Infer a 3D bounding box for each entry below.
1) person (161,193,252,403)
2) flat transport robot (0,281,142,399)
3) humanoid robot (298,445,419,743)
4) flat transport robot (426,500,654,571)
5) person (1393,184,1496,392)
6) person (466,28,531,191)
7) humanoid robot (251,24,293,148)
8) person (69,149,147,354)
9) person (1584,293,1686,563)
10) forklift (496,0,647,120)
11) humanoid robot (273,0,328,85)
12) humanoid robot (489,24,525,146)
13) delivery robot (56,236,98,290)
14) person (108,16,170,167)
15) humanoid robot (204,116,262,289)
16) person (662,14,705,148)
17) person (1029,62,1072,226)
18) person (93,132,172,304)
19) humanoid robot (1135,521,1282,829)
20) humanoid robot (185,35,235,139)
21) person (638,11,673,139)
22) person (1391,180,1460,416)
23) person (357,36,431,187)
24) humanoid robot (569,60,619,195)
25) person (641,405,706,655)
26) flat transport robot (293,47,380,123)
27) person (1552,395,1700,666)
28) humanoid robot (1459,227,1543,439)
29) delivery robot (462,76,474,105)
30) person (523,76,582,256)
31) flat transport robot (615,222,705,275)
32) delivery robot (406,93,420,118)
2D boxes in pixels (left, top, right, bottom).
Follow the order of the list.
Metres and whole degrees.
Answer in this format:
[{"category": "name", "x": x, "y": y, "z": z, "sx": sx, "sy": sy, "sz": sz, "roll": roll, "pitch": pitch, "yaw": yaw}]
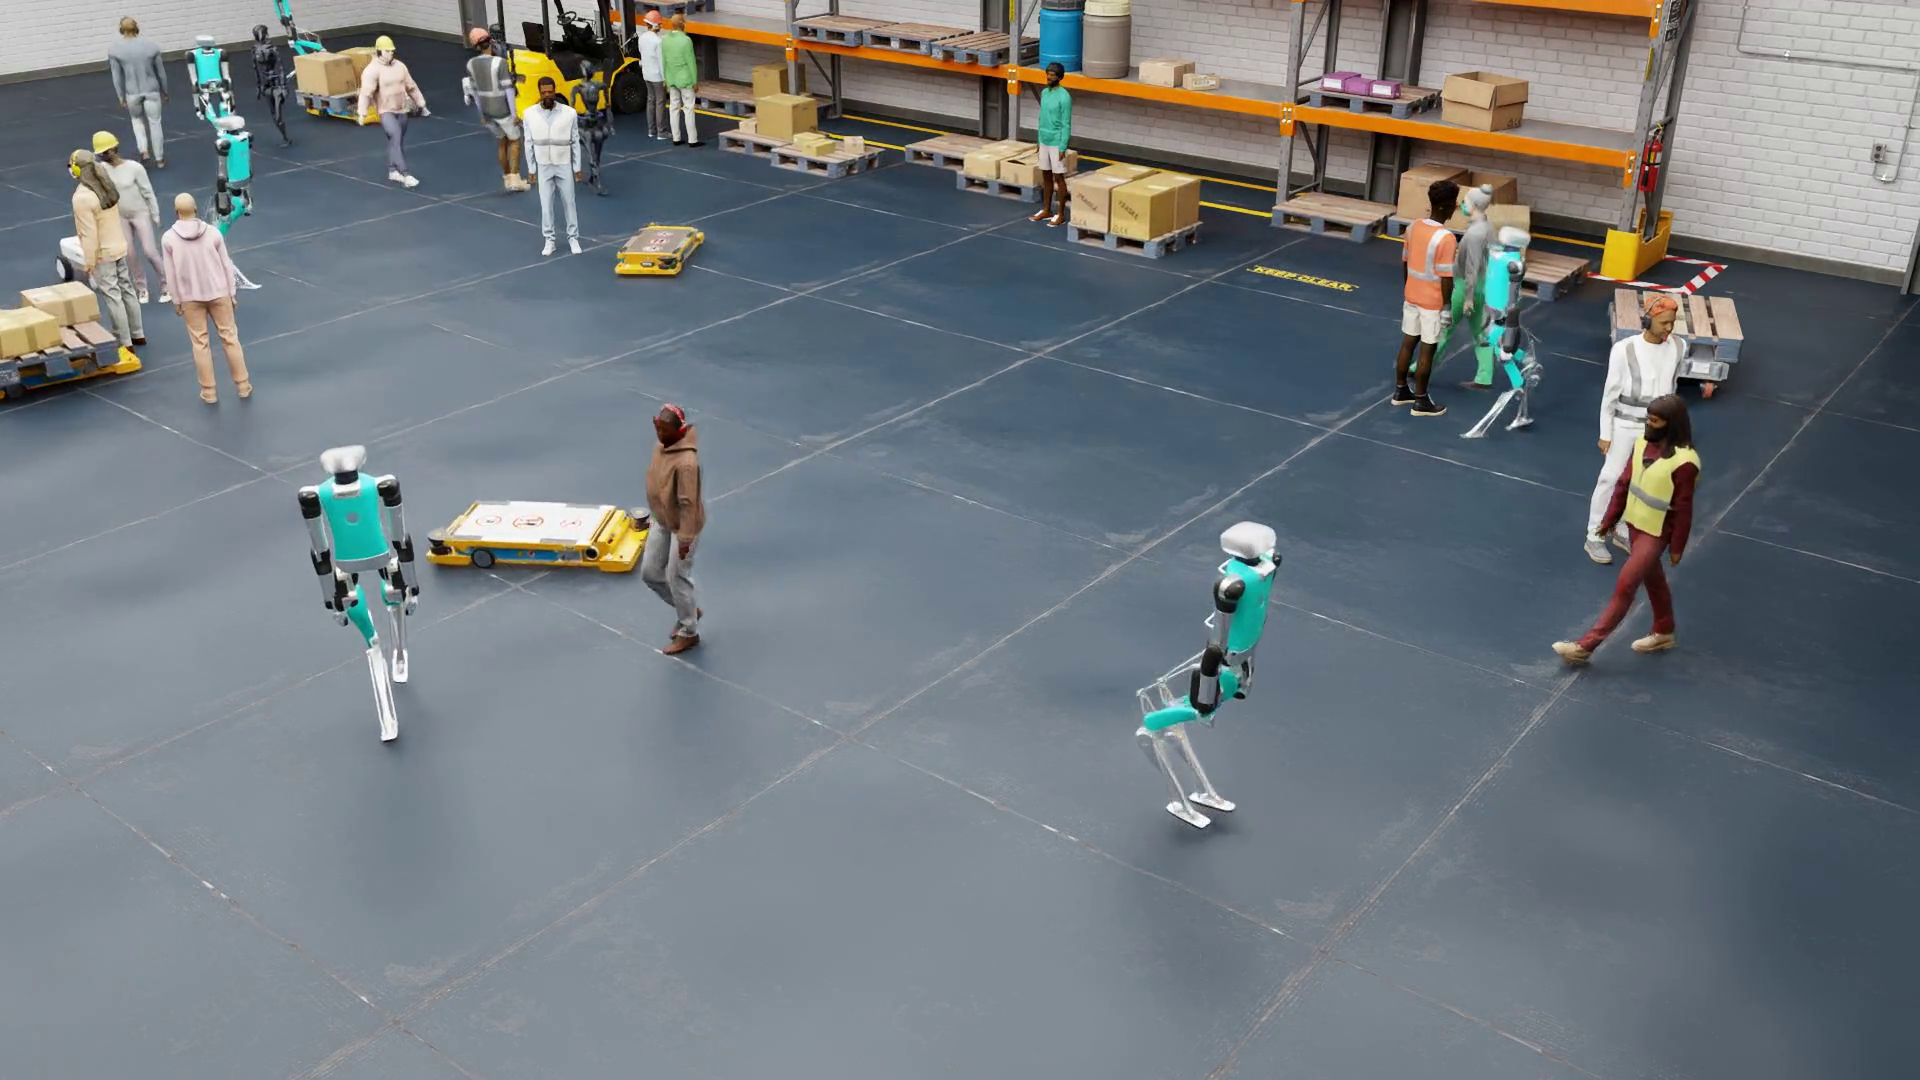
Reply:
[{"category": "person", "x": -6.373, "y": -2.029, "z": 14.030, "sx": 0.524, "sy": 1.782, "sz": 0.406, "roll": -13, "pitch": 29, "yaw": -24}, {"category": "flat transport robot", "x": -8.100, "y": -1.518, "z": 14.714, "sx": 1.431, "sy": 0.231, "sz": 0.659, "roll": -20, "pitch": 32, "yaw": -36}, {"category": "humanoid robot", "x": -3.372, "y": 0.204, "z": 9.517, "sx": 0.547, "sy": 1.773, "sz": 1.039, "roll": -7, "pitch": 27, "yaw": -15}, {"category": "flat transport robot", "x": -2.922, "y": -0.026, "z": 11.625, "sx": 1.431, "sy": 0.231, "sz": 0.659, "roll": 2, "pitch": 26, "yaw": 5}, {"category": "person", "x": 4.291, "y": -2.195, "z": 14.342, "sx": 0.903, "sy": 1.797, "sz": 0.554, "roll": 16, "pitch": 30, "yaw": 30}, {"category": "person", "x": -5.707, "y": -5.304, "z": 20.578, "sx": 0.660, "sy": 1.984, "sz": 0.463, "roll": 12, "pitch": 28, "yaw": 23}, {"category": "humanoid robot", "x": -9.470, "y": -6.250, "z": 22.897, "sx": 0.609, "sy": 1.643, "sz": 0.404, "roll": 11, "pitch": 28, "yaw": 22}, {"category": "person", "x": -7.765, "y": -2.612, "z": 15.135, "sx": 0.409, "sy": 1.877, "sz": 0.553, "roll": 2, "pitch": 26, "yaw": 4}, {"category": "person", "x": 4.590, "y": -0.754, "z": 11.275, "sx": 0.583, "sy": 1.883, "sz": 0.345, "roll": -8, "pitch": 27, "yaw": -16}, {"category": "forklift", "x": -5.874, "y": -7.334, "z": 24.552, "sx": 1.214, "sy": 2.155, "sz": 2.313, "roll": 19, "pitch": 32, "yaw": 34}, {"category": "humanoid robot", "x": -10.611, "y": -8.166, "z": 26.829, "sx": 1.058, "sy": 1.739, "sz": 0.539, "roll": -8, "pitch": 27, "yaw": -16}, {"category": "humanoid robot", "x": -6.272, "y": -6.253, "z": 22.917, "sx": 0.527, "sy": 1.643, "sz": 0.612, "roll": 15, "pitch": 30, "yaw": 28}, {"category": "delivery robot", "x": -9.084, "y": -2.947, "z": 17.367, "sx": 0.808, "sy": 0.614, "sz": 0.499, "roll": 22, "pitch": 33, "yaw": 38}, {"category": "person", "x": -10.728, "y": -5.878, "z": 21.841, "sx": 0.637, "sy": 1.921, "sz": 0.473, "roll": -10, "pitch": 28, "yaw": -20}, {"category": "humanoid robot", "x": -7.593, "y": -3.461, "z": 17.058, "sx": 0.884, "sy": 1.757, "sz": 0.540, "roll": 5, "pitch": 26, "yaw": 10}, {"category": "person", "x": -3.834, "y": -6.317, "z": 22.912, "sx": 0.539, "sy": 1.784, "sz": 0.385, "roll": 13, "pitch": 29, "yaw": 25}, {"category": "person", "x": 1.087, "y": -4.584, "z": 19.243, "sx": 0.393, "sy": 1.853, "sz": 0.501, "roll": -18, "pitch": 31, "yaw": -32}, {"category": "person", "x": -8.229, "y": -3.186, "z": 16.493, "sx": 0.543, "sy": 1.727, "sz": 0.390, "roll": 0, "pitch": 26, "yaw": 0}, {"category": "humanoid robot", "x": 1.190, "y": 0.646, "z": 8.424, "sx": 0.735, "sy": 1.693, "sz": 0.530, "roll": 17, "pitch": 31, "yaw": 31}, {"category": "humanoid robot", "x": -9.581, "y": -5.615, "z": 21.524, "sx": 0.571, "sy": 1.736, "sz": 1.045, "roll": -21, "pitch": 33, "yaw": -36}, {"category": "person", "x": -4.274, "y": -6.557, "z": 23.448, "sx": 0.348, "sy": 1.744, "sz": 0.577, "roll": -20, "pitch": 32, "yaw": -36}, {"category": "person", "x": 3.880, "y": -2.004, "z": 13.770, "sx": 0.361, "sy": 1.964, "sz": 0.608, "roll": -9, "pitch": 27, "yaw": -19}, {"category": "person", "x": -7.084, "y": -5.374, "z": 20.903, "sx": 0.886, "sy": 1.829, "sz": 0.867, "roll": 17, "pitch": 31, "yaw": 31}, {"category": "humanoid robot", "x": -4.532, "y": -5.112, "z": 20.603, "sx": 0.602, "sy": 1.629, "sz": 0.782, "roll": -20, "pitch": 32, "yaw": -35}, {"category": "person", "x": -1.738, "y": -0.066, "z": 10.122, "sx": 0.414, "sy": 1.630, "sz": 0.489, "roll": -20, "pitch": 32, "yaw": -35}, {"category": "flat transport robot", "x": -9.106, "y": -6.474, "z": 24.979, "sx": 1.431, "sy": 0.231, "sz": 0.659, "roll": 16, "pitch": 30, "yaw": 30}, {"category": "person", "x": 4.073, "y": -0.055, "z": 10.012, "sx": 0.936, "sy": 1.716, "sz": 0.496, "roll": -6, "pitch": 26, "yaw": -12}, {"category": "humanoid robot", "x": 4.523, "y": -1.622, "z": 13.270, "sx": 0.911, "sy": 1.782, "sz": 0.573, "roll": -3, "pitch": 26, "yaw": -7}, {"category": "delivery robot", "x": -7.478, "y": -7.108, "z": 25.969, "sx": 0.499, "sy": 0.600, "sz": 0.802, "roll": 2, "pitch": 26, "yaw": 5}, {"category": "person", "x": -4.414, "y": -4.071, "z": 18.104, "sx": 0.591, "sy": 1.921, "sz": 0.390, "roll": -4, "pitch": 26, "yaw": -9}, {"category": "flat transport robot", "x": -3.266, "y": -3.175, "z": 18.145, "sx": 0.659, "sy": 0.231, "sz": 1.431, "roll": 2, "pitch": 26, "yaw": 4}, {"category": "delivery robot", "x": -8.437, "y": -6.636, "z": 24.968, "sx": 0.499, "sy": 0.580, "sz": 0.776, "roll": -12, "pitch": 28, "yaw": -24}]
